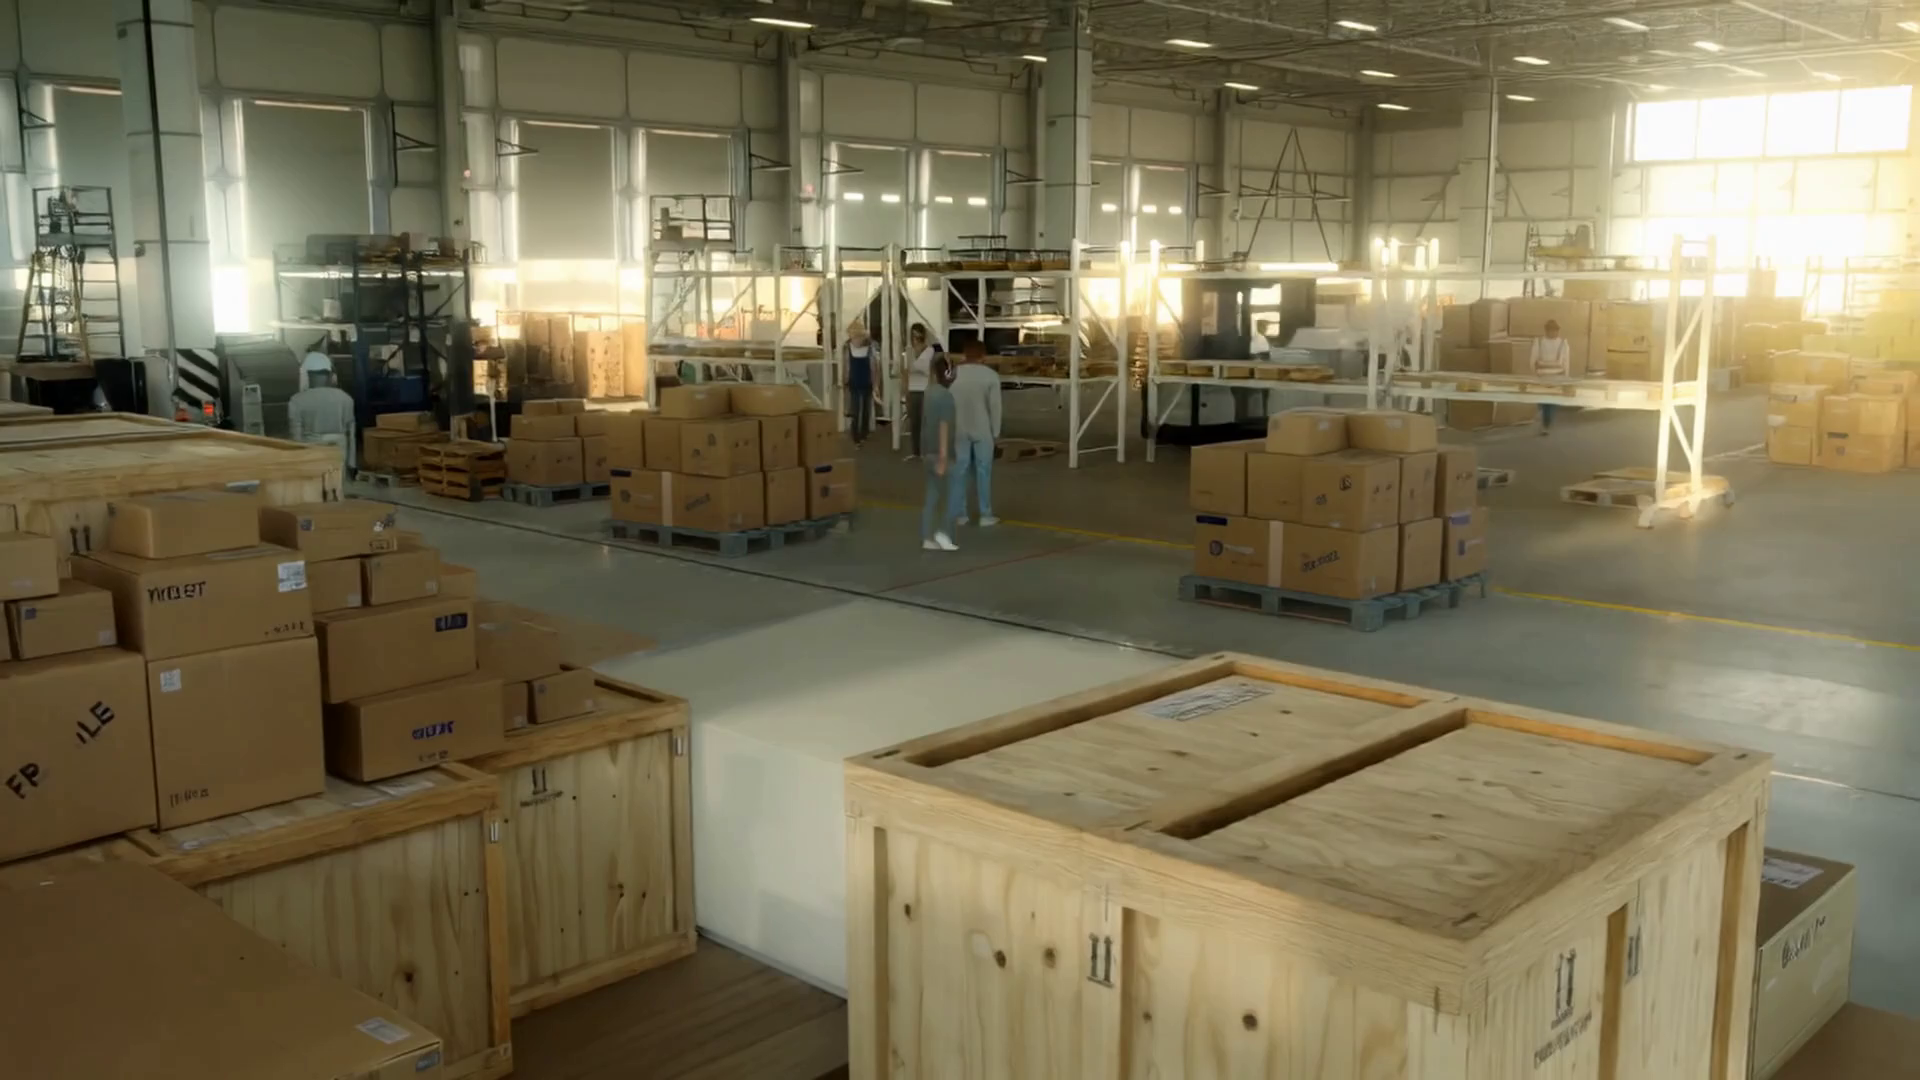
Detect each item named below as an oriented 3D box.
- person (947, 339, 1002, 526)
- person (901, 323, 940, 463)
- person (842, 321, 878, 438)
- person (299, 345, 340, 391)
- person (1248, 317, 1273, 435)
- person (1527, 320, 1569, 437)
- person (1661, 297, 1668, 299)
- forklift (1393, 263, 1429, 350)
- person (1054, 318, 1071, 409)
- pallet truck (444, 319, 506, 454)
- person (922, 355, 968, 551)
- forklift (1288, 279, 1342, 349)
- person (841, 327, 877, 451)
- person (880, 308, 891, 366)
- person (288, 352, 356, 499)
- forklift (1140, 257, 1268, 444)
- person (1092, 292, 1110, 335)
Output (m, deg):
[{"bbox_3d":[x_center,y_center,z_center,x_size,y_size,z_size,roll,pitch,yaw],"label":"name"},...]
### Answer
[{"bbox_3d":[0.135,-1.108,17.233,0.627,1.934,0.370,4,10,21],"label":"person"},{"bbox_3d":[-0.533,-2.020,22.893,0.587,1.913,0.391,7,11,36],"label":"person"},{"bbox_3d":[-1.588,-2.513,26.147,0.620,1.840,0.430,-7,11,-36],"label":"person"},{"bbox_3d":[-8.486,-1.781,22.147,0.528,1.667,0.712,1,9,6],"label":"person"},{"bbox_3d":[4.664,-2.561,26.238,0.883,1.912,0.638,2,9,12],"label":"person"},{"bbox_3d":[9.310,-2.566,26.439,0.584,1.845,0.908,6,11,34],"label":"person"},{"bbox_3d":[18.307,-5.391,43.514,0.530,1.919,0.665,5,10,26],"label":"person"},{"bbox_3d":[12.463,-6.448,47.076,1.873,2.768,1.129,3,10,17],"label":"forklift"},{"bbox_3d":[2.014,-3.333,31.477,0.484,1.739,0.320,-2,9,-13],"label":"person"},{"bbox_3d":[-6.981,-1.942,22.150,1.885,1.965,0.823,1,9,9],"label":"pallet truck"},{"bbox_3d":[-0.162,-0.812,15.665,0.500,1.853,0.508,-5,10,-26],"label":"person"},{"bbox_3d":[9.145,-5.999,44.327,1.873,2.768,1.129,9,13,43],"label":"forklift"},{"bbox_3d":[-1.487,-2.237,24.529,0.520,1.819,0.817,-1,9,-7],"label":"person"},{"bbox_3d":[-1.971,-5.341,44.117,0.313,1.634,0.514,1,9,7],"label":"person"},{"bbox_3d":[-5.686,-0.710,14.841,0.401,1.922,0.594,8,12,42],"label":"person"},{"bbox_3d":[3.789,-2.940,25.571,1.873,2.768,1.129,-7,12,-39],"label":"forklift"},{"bbox_3d":[4.354,-6.686,51.458,0.544,1.930,0.389,1,9,5],"label":"person"}]
